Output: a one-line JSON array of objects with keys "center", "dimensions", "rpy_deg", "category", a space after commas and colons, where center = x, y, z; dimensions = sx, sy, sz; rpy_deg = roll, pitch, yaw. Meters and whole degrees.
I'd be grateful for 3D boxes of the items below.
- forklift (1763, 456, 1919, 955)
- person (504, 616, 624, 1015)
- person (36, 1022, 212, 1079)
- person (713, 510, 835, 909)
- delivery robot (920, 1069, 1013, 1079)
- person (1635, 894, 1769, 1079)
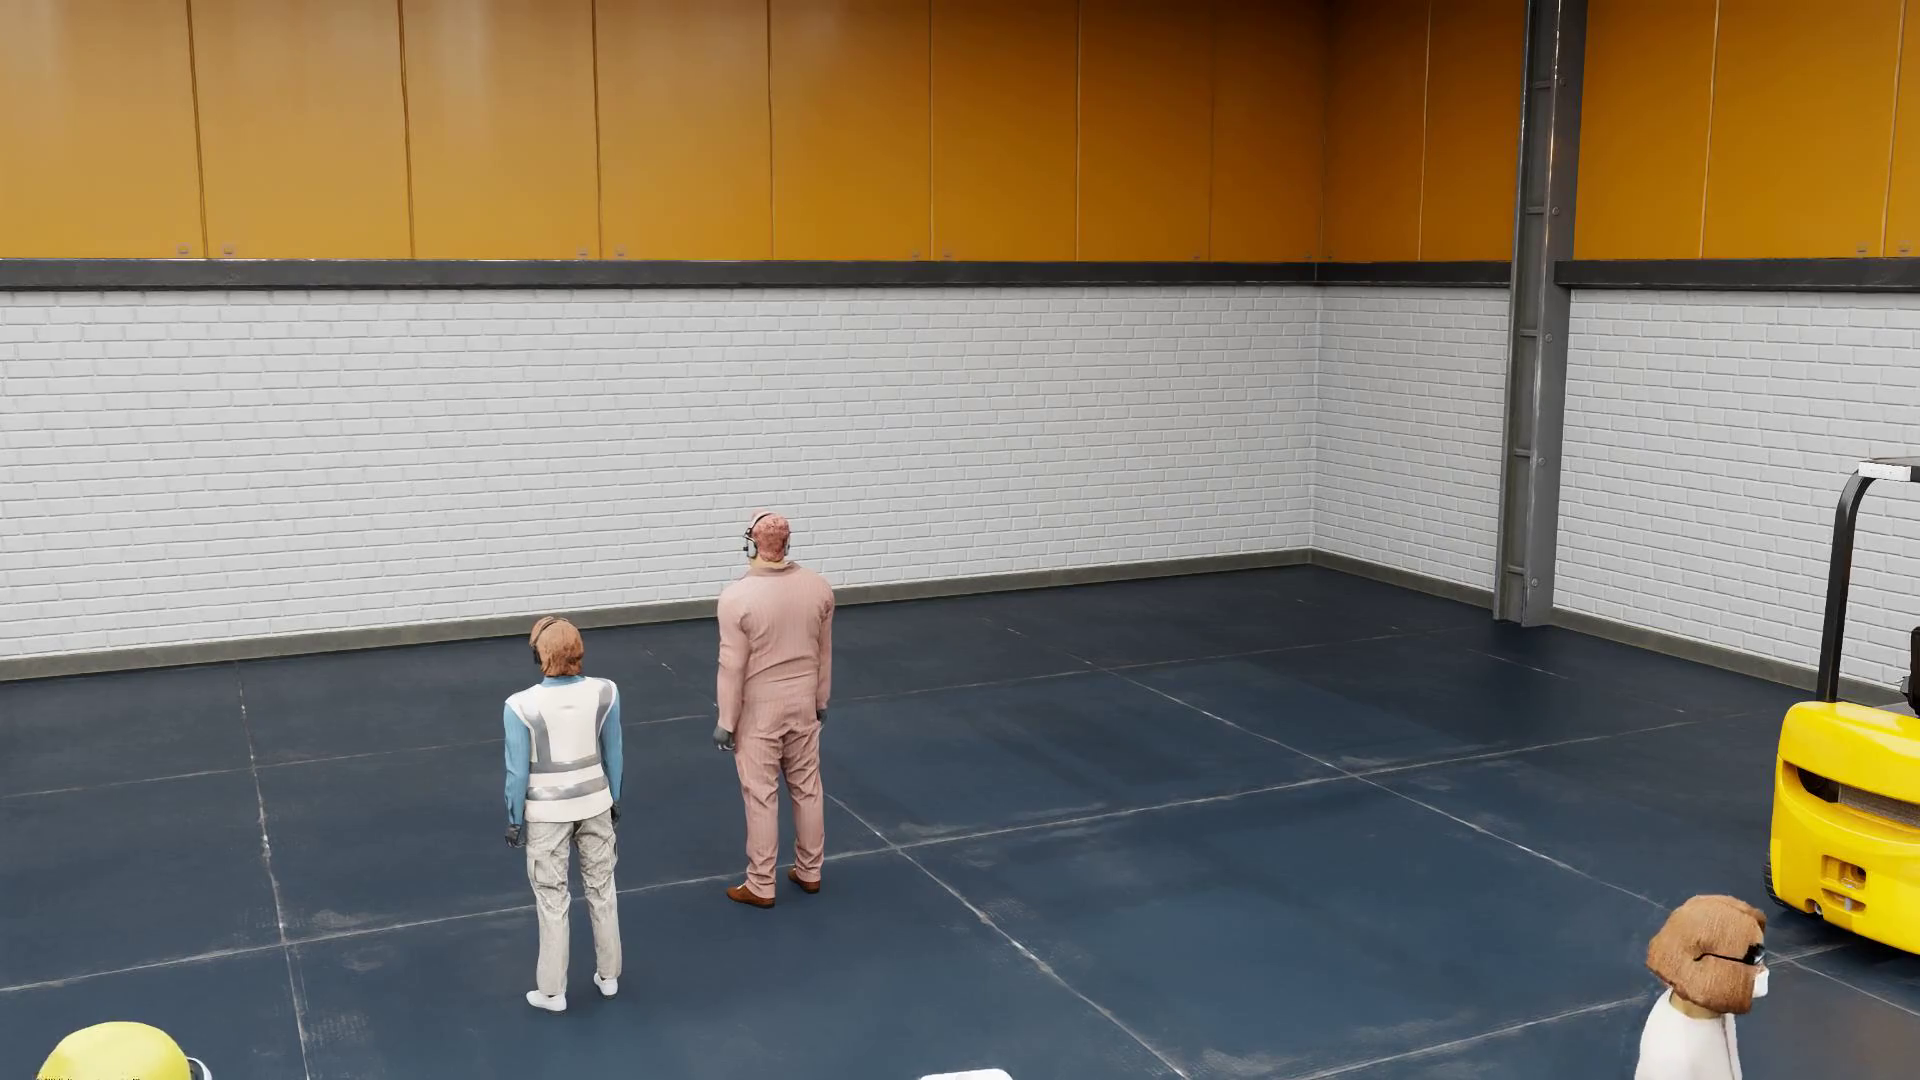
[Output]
[{"center": [4.857, 0.731, 7.561], "dimensions": [2.313, 2.155, 1.214], "rpy_deg": [-4, 10, -25], "category": "forklift"}, {"center": [-1.616, 1.125, 6.827], "dimensions": [0.514, 1.642, 0.310], "rpy_deg": [-7, 11, -35], "category": "person"}, {"center": [-1.362, 1.674, 2.833], "dimensions": [0.596, 1.828, 0.403], "rpy_deg": [3, 10, 17], "category": "person"}, {"center": [-0.909, 0.804, 7.991], "dimensions": [0.636, 1.911, 0.406], "rpy_deg": [-8, 12, -39], "category": "person"}, {"center": [0.075, 1.893, 5.133], "dimensions": [0.477, 0.478, 0.707], "rpy_deg": [-2, 9, -12], "category": "delivery robot"}, {"center": [1.795, 1.616, 3.921], "dimensions": [0.829, 1.593, 0.522], "rpy_deg": [6, 11, 33], "category": "person"}]
